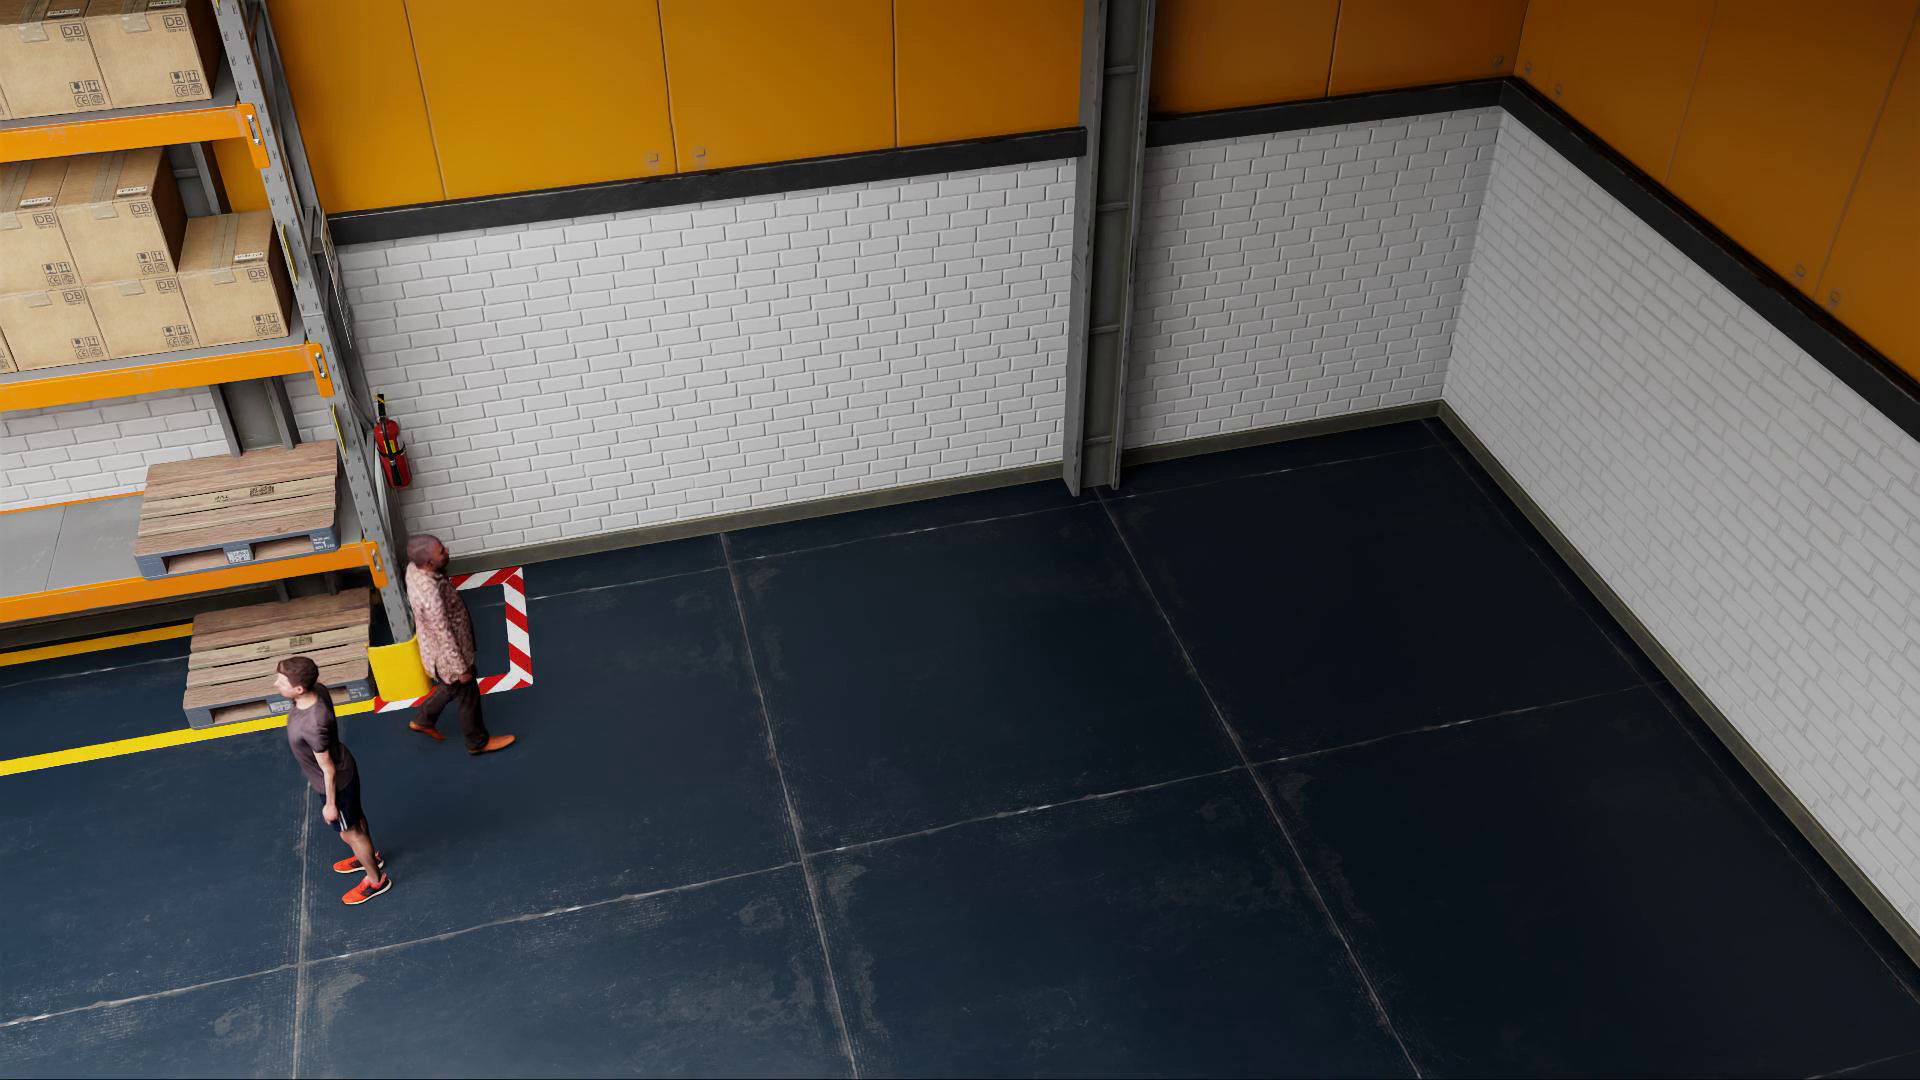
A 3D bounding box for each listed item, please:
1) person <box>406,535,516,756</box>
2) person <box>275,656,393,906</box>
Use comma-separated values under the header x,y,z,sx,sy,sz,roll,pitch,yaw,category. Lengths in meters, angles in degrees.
x,y,z,sx,sy,sz,roll,pitch,yaw,category
-3.327,0.720,10.542,0.919,1.790,0.775,-16,41,-19,person
-3.644,1.375,9.671,0.588,1.853,0.670,-15,41,-18,person
